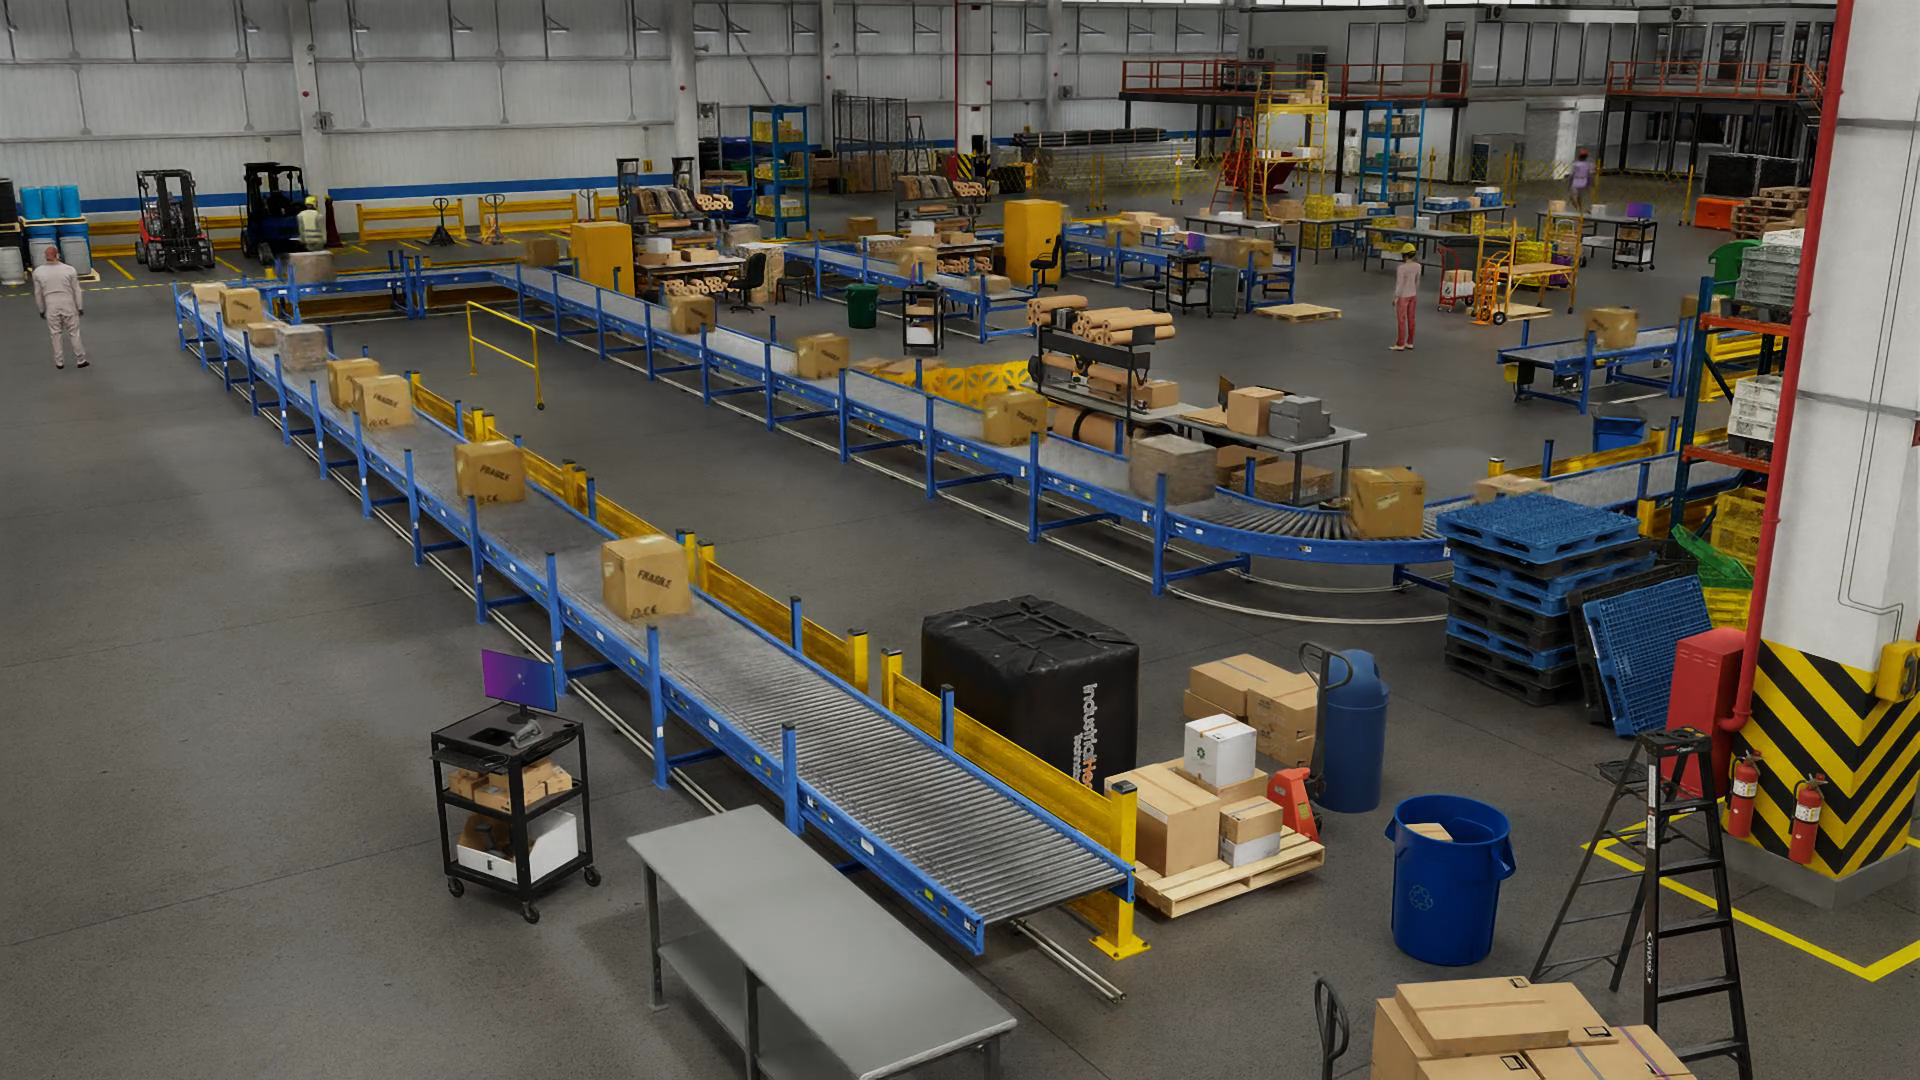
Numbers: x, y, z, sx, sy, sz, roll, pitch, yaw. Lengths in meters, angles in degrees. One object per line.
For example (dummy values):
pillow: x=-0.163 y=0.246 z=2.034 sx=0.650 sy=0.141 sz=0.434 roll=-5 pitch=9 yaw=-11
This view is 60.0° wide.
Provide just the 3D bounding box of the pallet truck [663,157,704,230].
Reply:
pallet truck: x=-7.586 y=-9.308 z=44.692 sx=0.823 sy=1.965 sz=1.885 roll=-11 pitch=20 yaw=-33

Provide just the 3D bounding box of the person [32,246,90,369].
person: x=-14.020 y=-3.623 z=25.945 sx=0.637 sy=1.901 sz=0.403 roll=-5 pitch=17 yaw=-17

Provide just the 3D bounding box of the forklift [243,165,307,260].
forklift: x=-15.898 y=-7.669 z=38.708 sx=1.157 sy=1.987 sz=2.680 roll=-11 pitch=20 yaw=-33

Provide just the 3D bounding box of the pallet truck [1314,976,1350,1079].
pallet truck: x=2.299 y=2.390 z=7.086 sx=1.601 sy=1.201 sz=0.680 roll=-2 pitch=17 yaw=-7

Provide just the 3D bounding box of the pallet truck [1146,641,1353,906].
pallet truck: x=1.664 y=1.407 z=10.232 sx=1.630 sy=1.274 sz=0.653 roll=-10 pitch=20 yaw=-31

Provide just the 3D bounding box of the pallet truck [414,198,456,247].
pallet truck: x=-13.250 y=-8.060 z=41.856 sx=0.680 sy=1.201 sz=1.601 roll=-10 pitch=20 yaw=-31

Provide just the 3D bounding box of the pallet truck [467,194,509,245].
pallet truck: x=-11.983 y=-8.177 z=42.137 sx=0.704 sy=1.261 sz=1.522 roll=-11 pitch=20 yaw=-33

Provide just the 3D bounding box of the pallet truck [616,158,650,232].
pallet truck: x=-8.918 y=-9.176 z=44.255 sx=0.823 sy=1.965 sz=1.885 roll=-9 pitch=19 yaw=-27

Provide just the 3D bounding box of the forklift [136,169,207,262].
forklift: x=-17.842 y=-7.318 z=37.559 sx=1.157 sy=1.987 sz=2.680 roll=-10 pitch=20 yaw=-31

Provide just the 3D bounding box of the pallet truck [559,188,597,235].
pallet truck: x=-10.010 y=-8.652 z=43.699 sx=0.653 sy=1.274 sz=1.630 roll=-10 pitch=20 yaw=-31

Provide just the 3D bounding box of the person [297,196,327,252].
person: x=-13.669 y=-6.391 z=35.317 sx=0.625 sy=1.797 sz=0.712 roll=0 pitch=17 yaw=1

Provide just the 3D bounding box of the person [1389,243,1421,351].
person: x=7.354 y=-4.011 z=27.463 sx=0.525 sy=1.769 sz=0.311 roll=-11 pitch=20 yaw=-32

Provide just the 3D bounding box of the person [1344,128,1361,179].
person: x=14.571 y=-14.268 z=61.459 sx=0.581 sy=1.843 sz=0.932 roll=-11 pitch=20 yaw=-31

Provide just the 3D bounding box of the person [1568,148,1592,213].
person: x=17.614 y=-10.097 z=47.272 sx=0.630 sy=2.024 sz=0.509 roll=-3 pitch=17 yaw=-9
